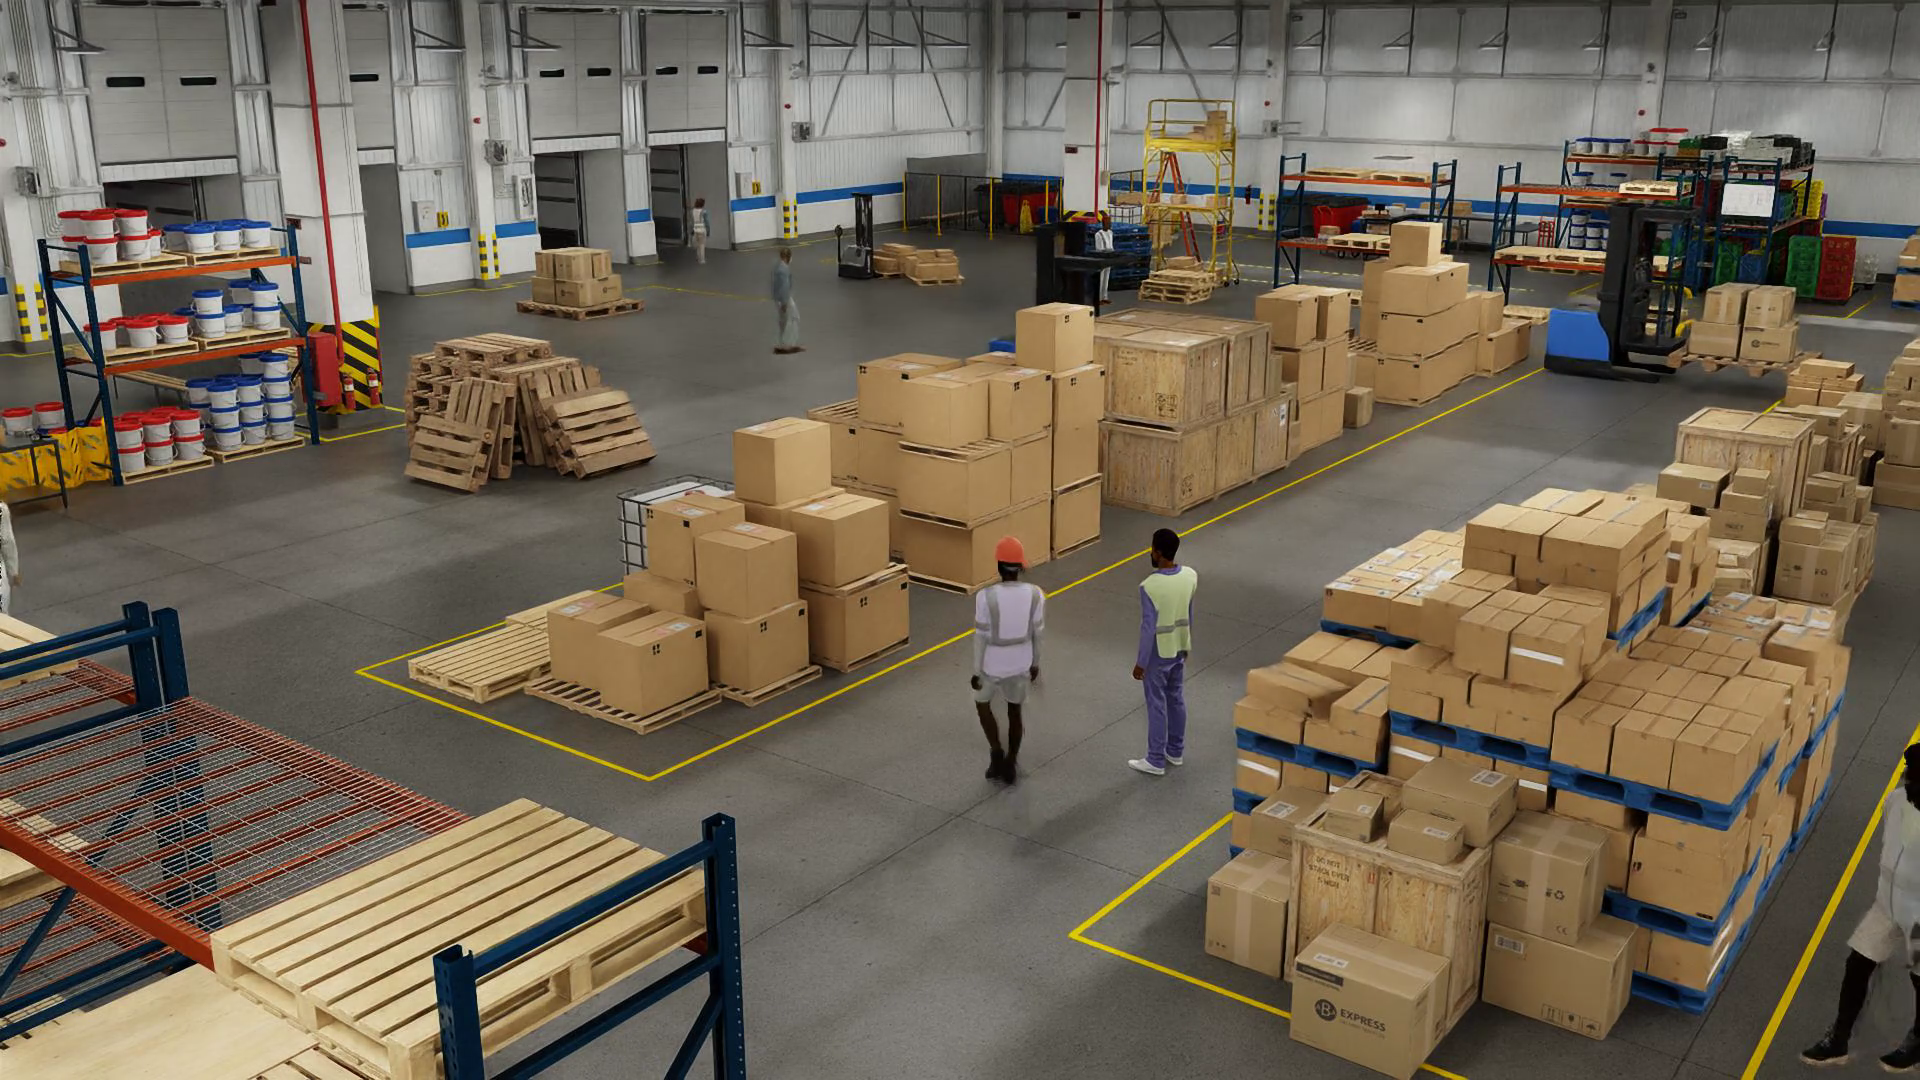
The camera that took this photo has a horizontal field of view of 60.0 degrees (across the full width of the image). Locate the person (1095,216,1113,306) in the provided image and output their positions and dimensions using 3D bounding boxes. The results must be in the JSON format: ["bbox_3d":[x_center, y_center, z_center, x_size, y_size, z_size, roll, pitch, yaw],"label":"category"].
[{"bbox_3d":[3.017,-5.850,34.865,0.350,1.878,0.567,12,20,34],"label":"person"}]

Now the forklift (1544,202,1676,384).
[{"bbox_3d":[10.854,-4.134,27.462,1.873,2.768,1.129,12,21,35],"label":"forklift"}]

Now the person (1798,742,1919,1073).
[{"bbox_3d":[4.949,1.983,8.812,0.850,1.930,0.613,-6,18,-18],"label":"person"}]

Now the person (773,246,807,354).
[{"bbox_3d":[-3.020,-4.236,29.481,0.724,1.894,0.700,-6,18,-19],"label":"person"}]

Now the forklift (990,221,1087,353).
[{"bbox_3d":[1.458,-3.274,24.615,1.873,2.768,1.129,12,21,35],"label":"forklift"}]

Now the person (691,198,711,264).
[{"bbox_3d":[-6.397,-7.678,41.346,0.541,1.616,0.545,13,21,37],"label":"person"}]

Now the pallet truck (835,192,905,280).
[{"bbox_3d":[-1.936,-7.159,38.982,1.885,1.965,0.823,-12,21,-34],"label":"pallet truck"}]

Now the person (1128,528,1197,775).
[{"bbox_3d":[1.551,0.842,12.622,0.382,1.918,0.596,16,23,42],"label":"person"}]

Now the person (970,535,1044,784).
[{"bbox_3d":[0.344,0.905,12.404,0.583,1.924,0.399,-6,18,-19],"label":"person"}]

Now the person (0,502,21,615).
[{"bbox_3d":[-8.500,0.323,14.393,0.652,1.883,1.017,-9,19,-28],"label":"person"}]
